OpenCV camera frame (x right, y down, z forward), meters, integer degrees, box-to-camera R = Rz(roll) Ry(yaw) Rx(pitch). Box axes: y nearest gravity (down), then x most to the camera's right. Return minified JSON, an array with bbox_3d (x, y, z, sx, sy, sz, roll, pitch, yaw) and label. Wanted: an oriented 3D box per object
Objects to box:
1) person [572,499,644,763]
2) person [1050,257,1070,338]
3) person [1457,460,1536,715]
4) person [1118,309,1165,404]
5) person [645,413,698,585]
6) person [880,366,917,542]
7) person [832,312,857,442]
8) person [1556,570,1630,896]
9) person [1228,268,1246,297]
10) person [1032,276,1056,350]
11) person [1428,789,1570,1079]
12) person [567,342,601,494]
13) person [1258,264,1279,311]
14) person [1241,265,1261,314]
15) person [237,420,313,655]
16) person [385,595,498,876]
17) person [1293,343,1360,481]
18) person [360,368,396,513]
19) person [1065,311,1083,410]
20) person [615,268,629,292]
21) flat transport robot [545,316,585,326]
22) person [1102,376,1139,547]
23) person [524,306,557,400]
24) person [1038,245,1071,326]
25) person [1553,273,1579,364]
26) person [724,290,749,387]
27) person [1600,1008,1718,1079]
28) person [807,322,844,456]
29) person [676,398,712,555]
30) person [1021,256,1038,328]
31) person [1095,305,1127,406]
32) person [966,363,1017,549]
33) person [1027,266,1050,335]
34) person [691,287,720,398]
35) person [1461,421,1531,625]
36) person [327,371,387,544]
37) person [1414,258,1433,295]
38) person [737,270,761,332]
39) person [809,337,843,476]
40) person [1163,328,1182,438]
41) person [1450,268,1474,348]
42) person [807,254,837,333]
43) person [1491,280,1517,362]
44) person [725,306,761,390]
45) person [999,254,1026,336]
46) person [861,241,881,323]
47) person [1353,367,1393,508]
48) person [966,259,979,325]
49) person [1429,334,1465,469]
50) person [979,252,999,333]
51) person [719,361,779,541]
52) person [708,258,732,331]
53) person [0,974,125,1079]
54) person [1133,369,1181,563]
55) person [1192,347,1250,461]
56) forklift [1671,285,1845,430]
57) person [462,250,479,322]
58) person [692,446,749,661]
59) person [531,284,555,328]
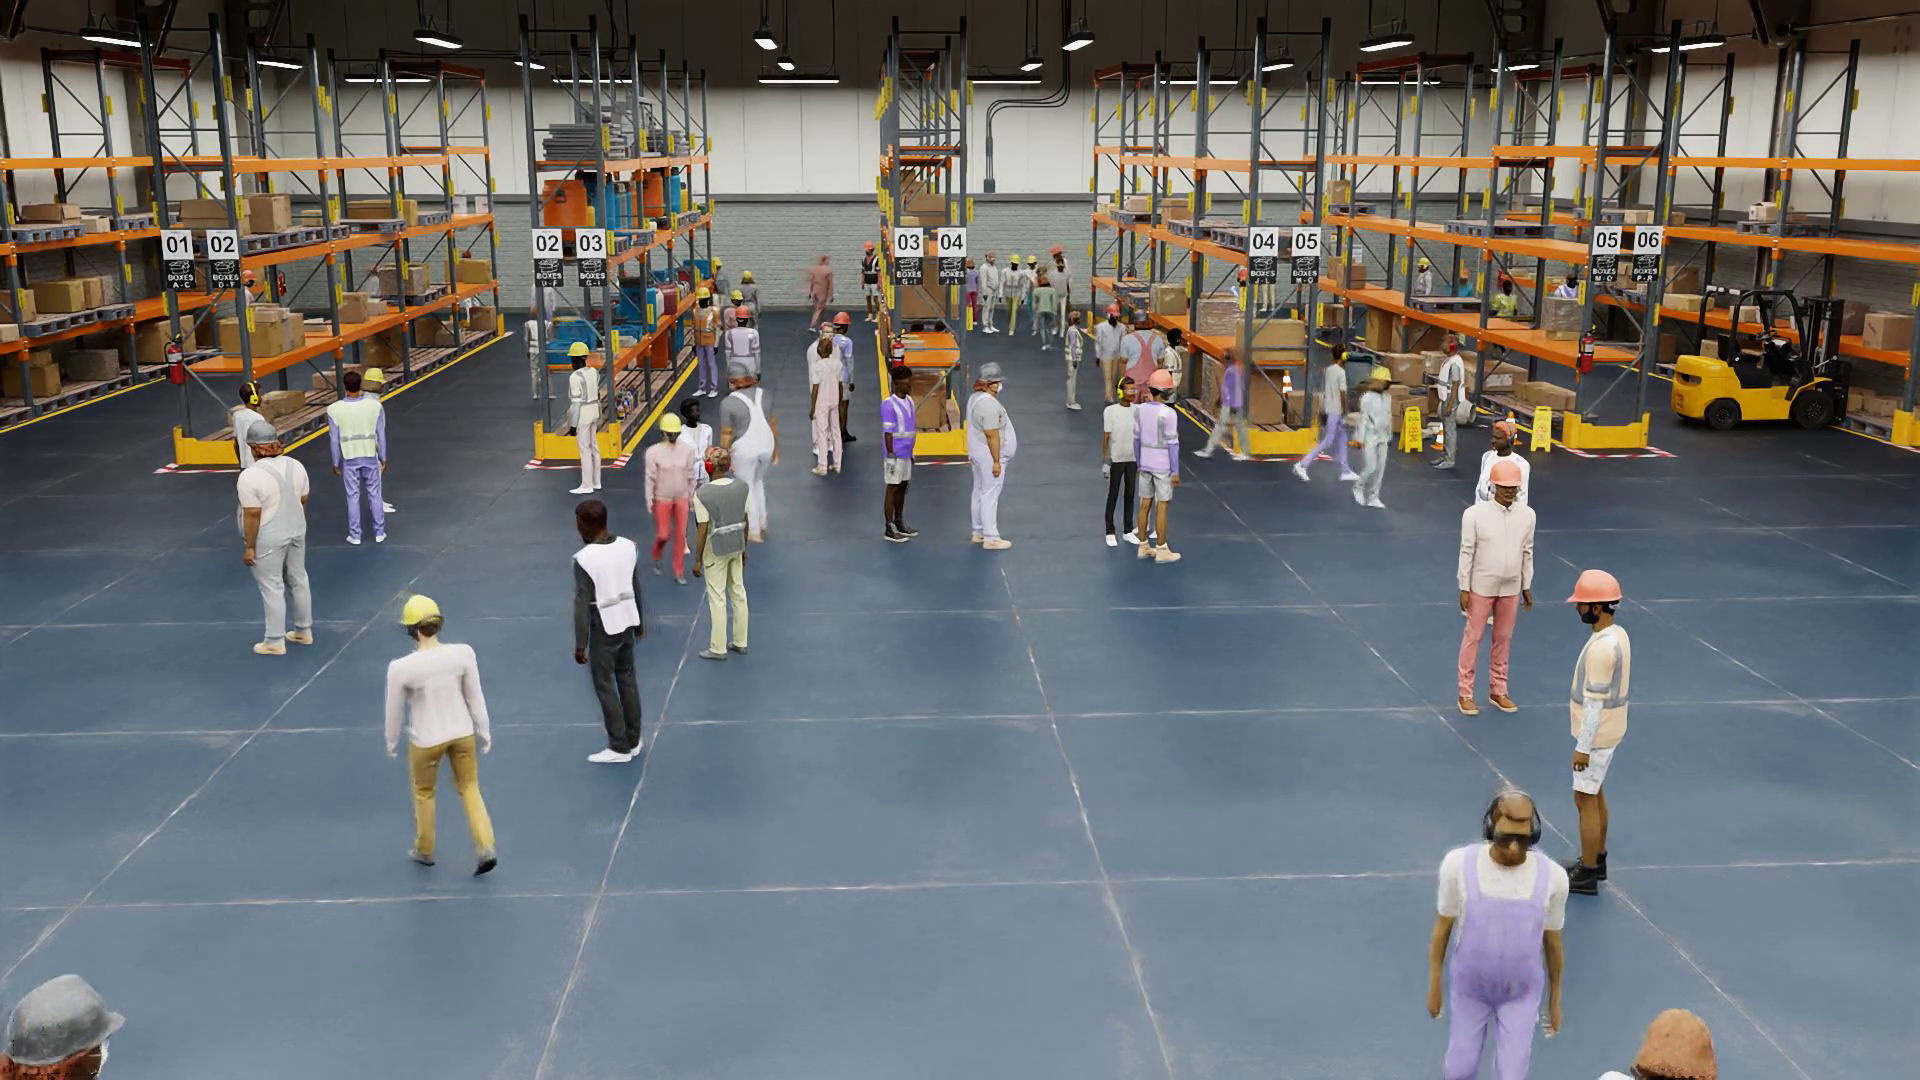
[{"bbox_3d":[-2.483,0.641,11.864,0.416,1.903,0.660,6,15,25],"label":"person"},{"bbox_3d":[2.296,-5.644,38.617,0.519,1.847,0.892,-1,13,-5],"label":"person"},{"bbox_3d":[4.134,0.362,12.832,0.609,1.996,0.379,-2,13,-9],"label":"person"},{"bbox_3d":[2.612,-2.363,24.279,0.687,2.000,0.536,-4,14,-16],"label":"person"},{"bbox_3d":[-2.891,-0.419,16.653,0.536,1.752,0.457,-8,15,-30],"label":"person"},{"bbox_3d":[-0.653,-0.971,18.577,0.390,1.960,0.655,6,15,24],"label":"person"},{"bbox_3d":[-1.760,-2.427,24.793,0.546,1.928,0.384,12,18,41],"label":"person"},{"bbox_3d":[3.705,1.120,9.783,0.390,1.923,0.548,7,15,28],"label":"person"},{"bbox_3d":[5.460,-4.240,32.234,0.608,2.039,0.395,-5,14,-20],"label":"person"},{"bbox_3d":[1.821,-4.924,36.070,0.521,1.594,0.804,-1,13,-3],"label":"person"},{"bbox_3d":[2.238,1.836,6.958,0.535,1.828,0.698,3,14,14],"label":"person"},{"bbox_3d":[-4.768,-1.544,21.051,0.371,1.927,0.588,4,14,15],"label":"person"},{"bbox_3d":[8.280,-6.928,44.525,0.547,1.620,0.343,-2,13,-8],"label":"person"},{"bbox_3d":[7.658,-6.876,43.734,0.573,1.883,0.357,9,16,33],"label":"person"},{"bbox_3d":[-5.978,-0.032,14.405,0.536,2.000,0.676,6,15,24],"label":"person"},{"bbox_3d":[-3.123,1.176,9.942,0.570,1.729,0.763,-10,17,-36],"label":"person"},{"bbox_3d":[4.845,-1.665,21.779,0.901,1.830,0.548,-2,13,-7],"label":"person"},{"bbox_3d":[-7.011,-1.200,20.005,0.305,1.736,0.484,-6,14,-22],"label":"person"},{"bbox_3d":[1.909,-3.017,27.897,0.306,1.645,0.522,0,13,2],"label":"person"},{"bbox_3d":[-7.366,-5.073,36.378,0.342,1.747,0.574,-2,13,-8],"label":"person"},{"bbox_3d":[-9.411,-5.335,40.661,1.431,0.197,0.652,7,15,26],"label":"flat transport robot"},{"bbox_3d":[1.810,-0.868,18.297,0.531,1.876,0.317,-5,14,-21],"label":"person"},{"bbox_3d":[-7.296,-3.249,28.890,0.514,1.640,0.315,1,13,5],"label":"person"},{"bbox_3d":[2.430,-6.267,40.996,1.008,1.980,0.620,4,14,16],"label":"person"},{"bbox_3d":[12.340,-4.492,33.722,0.627,1.843,0.429,-2,13,-7],"label":"person"},{"bbox_3d":[-4.079,-3.688,30.480,0.523,1.769,0.319,-11,17,-38],"label":"person"},{"bbox_3d":[2.285,2.292,5.459,0.475,1.614,0.507,-10,17,-37],"label":"person"},{"bbox_3d":[-1.884,-2.153,23.683,0.402,1.904,0.652,8,16,32],"label":"person"},{"bbox_3d":[-2.877,-0.692,17.930,0.541,1.698,0.315,-11,17,-38],"label":"person"},{"bbox_3d":[1.756,-6.020,40.391,0.559,1.737,0.718,2,14,10],"label":"person"},{"bbox_3d":[2.615,-3.095,28.054,0.576,1.716,0.765,-6,15,-23],"label":"person"},{"bbox_3d":[0.354,-0.934,18.224,0.538,2.000,0.687,-4,14,-18],"label":"person"},{"bbox_3d":[1.830,-5.624,39.030,0.583,1.624,0.533,-1,13,-3],"label":"person"},{"bbox_3d":[-4.474,-3.472,29.212,0.587,1.930,0.359,7,15,27],"label":"person"},{"bbox_3d":[4.944,-0.164,15.303,0.355,1.883,0.575,-7,15,-27],"label":"person"},{"bbox_3d":[-6.637,-0.907,18.372,0.593,1.920,0.391,-7,15,-27],"label":"person"},{"bbox_3d":[10.688,-5.592,38.400,0.404,1.834,0.592,1,13,2],"label":"person"},{"bbox_3d":[-4.561,-4.947,35.879,0.519,1.722,0.516,-1,13,-5],"label":"person"},{"bbox_3d":[-1.788,-1.786,22.254,0.514,1.845,0.339,-11,17,-38],"label":"person"},{"bbox_3d":[3.161,-2.334,24.920,0.320,1.686,0.539,3,14,11],"label":"person"},{"bbox_3d":[11.001,-5.121,36.609,0.572,1.733,0.640,-1,13,-3],"label":"person"},{"bbox_3d":[-3.297,-5.847,39.479,0.709,1.843,0.996,13,18,43],"label":"person"},{"bbox_3d":[11.184,-4.539,34.287,0.545,1.677,0.741,-5,14,-19],"label":"person"},{"bbox_3d":[-3.340,-2.644,25.689,0.545,1.938,0.362,1,13,3],"label":"person"},{"bbox_3d":[1.248,-5.754,38.980,0.598,1.886,0.921,2,14,10],"label":"person"},{"bbox_3d":[-2.235,-6.456,41.651,0.609,2.032,0.410,10,16,36],"label":"person"},{"bbox_3d":[5.058,-1.234,20.167,0.521,1.722,0.344,-8,15,-30],"label":"person"},{"bbox_3d":[0.248,-6.101,40.986,0.500,1.633,0.285,-8,16,-31],"label":"person"},{"bbox_3d":[6.680,-1.886,22.674,0.390,1.846,0.565,2,13,8],"label":"person"},{"bbox_3d":[0.719,-5.865,39.404,0.408,1.909,0.642,6,15,24],"label":"person"},{"bbox_3d":[-2.386,-1.014,18.564,0.699,2.000,0.636,-11,17,-40],"label":"person"},{"bbox_3d":[-5.786,-5.897,39.951,0.534,1.714,0.934,-9,16,-33],"label":"person"},{"bbox_3d":[-2.614,2.231,4.816,0.683,2.000,0.848,7,15,26],"label":"person"},{"bbox_3d":[2.094,-0.781,17.569,0.378,2.045,0.605,-10,17,-38],"label":"person"},{"bbox_3d":[3.691,-1.887,23.198,0.832,1.595,0.507,4,14,17],"label":"person"},{"bbox_3d":[12.503,-2.886,26.166,2.313,2.155,1.214,-1,13,-3],"label":"forklift"},{"bbox_3d":[-11.936,-6.104,40.467,0.358,1.882,0.574,10,16,35],"label":"person"},{"bbox_3d":[-2.023,0.119,14.179,0.390,1.847,0.563,12,18,41],"label":"person"},{"bbox_3d":[-9.083,-5.044,36.263,0.556,1.746,0.434,-7,15,-29],"label":"person"}]
